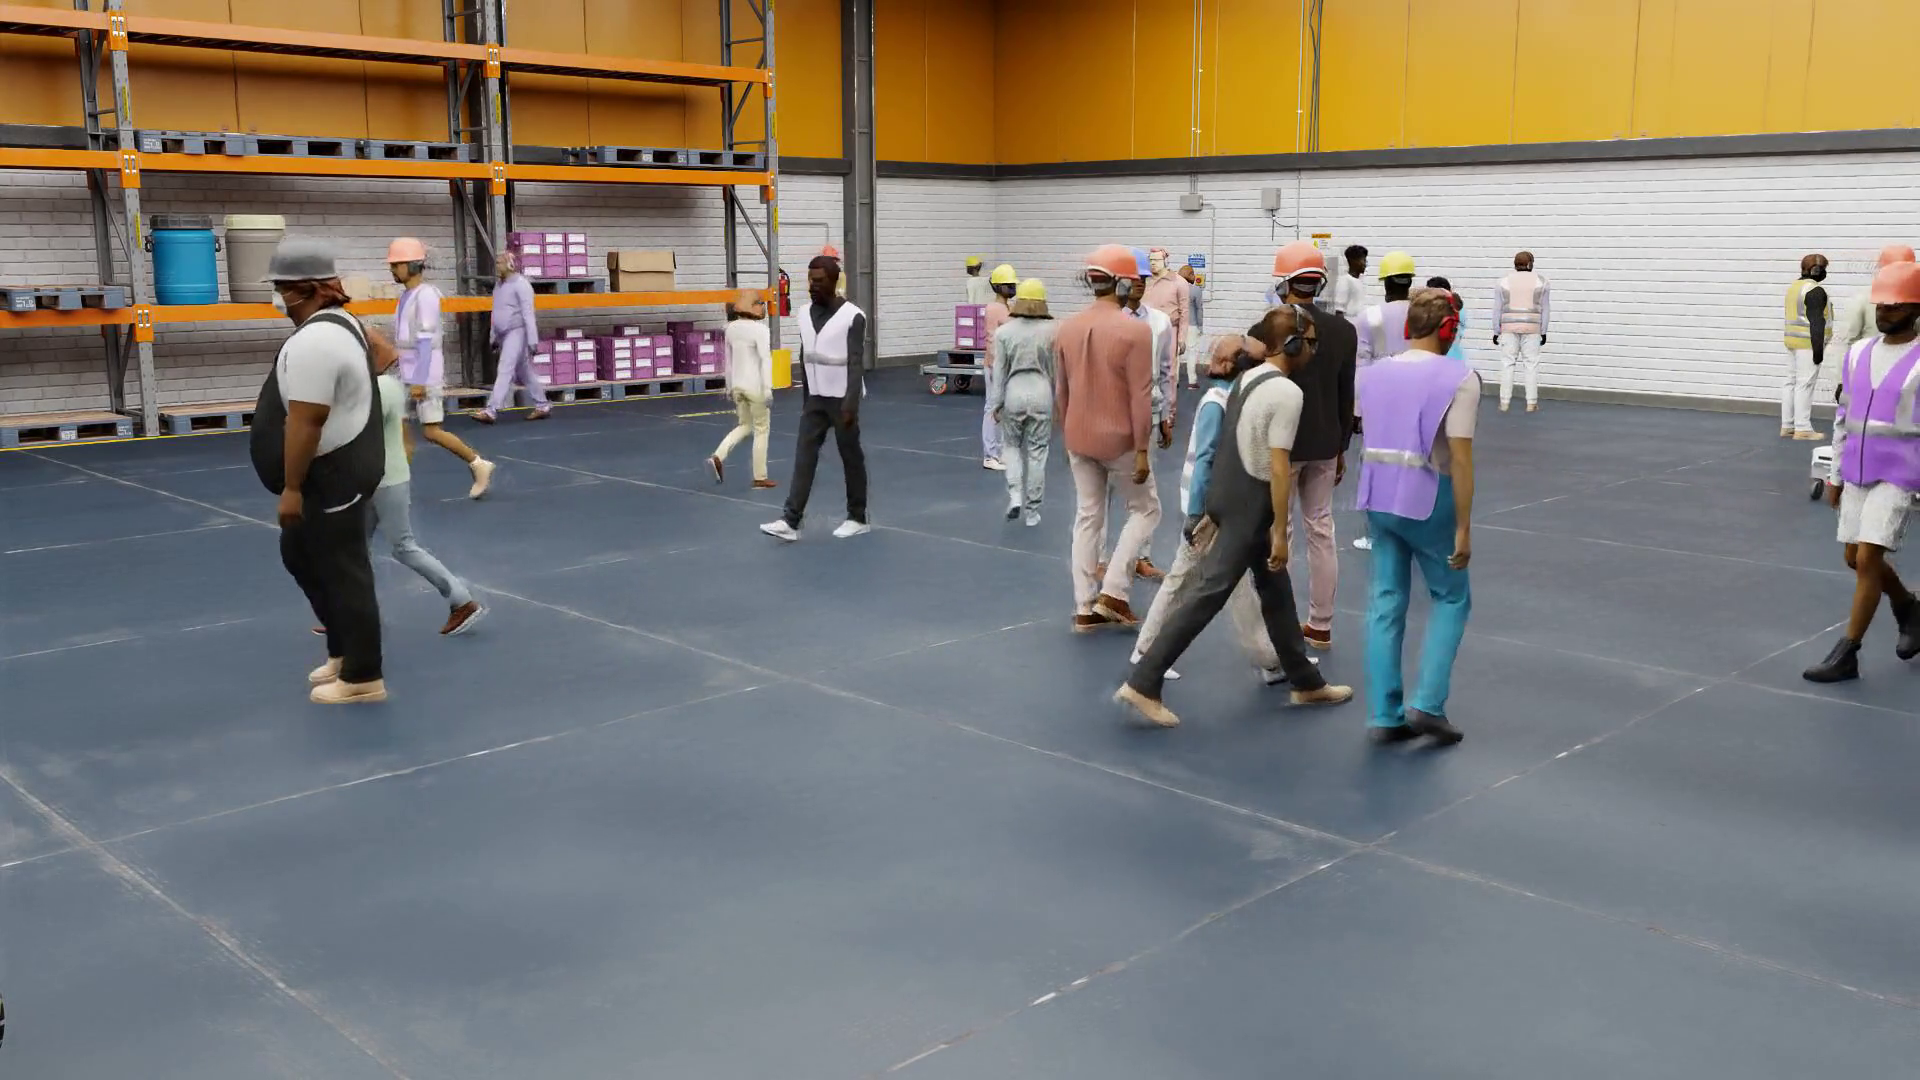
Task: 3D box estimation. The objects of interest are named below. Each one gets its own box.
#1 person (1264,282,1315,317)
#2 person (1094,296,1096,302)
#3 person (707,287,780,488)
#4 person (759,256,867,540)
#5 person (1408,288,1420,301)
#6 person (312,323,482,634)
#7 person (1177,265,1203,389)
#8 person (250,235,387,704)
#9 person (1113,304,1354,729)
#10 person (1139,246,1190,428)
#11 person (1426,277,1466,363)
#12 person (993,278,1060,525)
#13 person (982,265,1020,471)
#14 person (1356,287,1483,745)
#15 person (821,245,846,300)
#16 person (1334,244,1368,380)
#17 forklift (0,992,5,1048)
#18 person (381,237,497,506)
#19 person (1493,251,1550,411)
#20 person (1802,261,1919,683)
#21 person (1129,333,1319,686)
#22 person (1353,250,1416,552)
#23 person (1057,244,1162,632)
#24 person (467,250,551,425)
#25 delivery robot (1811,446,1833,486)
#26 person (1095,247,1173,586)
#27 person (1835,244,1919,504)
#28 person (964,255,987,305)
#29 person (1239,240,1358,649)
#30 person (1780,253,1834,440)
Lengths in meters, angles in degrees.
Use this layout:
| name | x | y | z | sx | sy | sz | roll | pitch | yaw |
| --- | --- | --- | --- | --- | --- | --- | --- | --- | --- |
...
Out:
| name | x | y | z | sx | sy | sz | roll | pitch | yaw |
| --- | --- | --- | --- | --- | --- | --- | --- | --- | --- |
| person | 3.145 | -1.827 | 15.787 | 0.379 | 1.938 | 0.547 | -10 | 14 | -42 |
| person | 1.730 | -2.284 | 18.500 | 0.569 | 1.862 | 0.876 | 6 | 12 | 31 |
| person | -1.721 | -1.192 | 13.222 | 0.503 | 1.619 | 0.523 | 10 | 14 | 43 |
| person | -0.928 | -0.909 | 10.932 | 0.624 | 1.876 | 0.936 | 8 | 13 | 37 |
| person | 3.650 | -1.232 | 13.441 | 0.402 | 1.605 | 0.621 | 0 | 10 | 0 |
| person | -2.854 | -0.294 | 8.369 | 0.786 | 1.597 | 0.490 | -4 | 11 | -19 |
| person | 2.971 | -2.806 | 21.957 | 0.499 | 1.633 | 0.281 | 5 | 12 | 26 |
| person | -2.753 | -0.293 | 7.142 | 0.537 | 2.000 | 0.689 | -2 | 11 | -13 |
| person | 1.146 | -0.100 | 6.911 | 1.118 | 1.761 | 0.540 | -3 | 11 | -14 |
| person | 2.076 | -2.130 | 17.524 | 0.652 | 1.906 | 0.402 | 5 | 12 | 26 |
| person | 4.446 | -1.617 | 15.444 | 0.529 | 1.639 | 0.904 | -4 | 11 | -19 |
| person | 0.488 | -0.963 | 11.644 | 0.502 | 1.727 | 0.379 | 1 | 10 | 6 |
| person | 0.373 | -1.493 | 14.434 | 0.314 | 1.769 | 0.523 | 4 | 11 | 22 |
| person | 1.815 | -0.083 | 6.611 | 0.489 | 1.813 | 0.600 | -9 | 13 | -39 |
| person | -1.694 | -2.954 | 22.093 | 0.564 | 1.874 | 1.011 | 4 | 11 | 22 |
| person | 4.328 | -2.352 | 18.680 | 0.943 | 1.934 | 0.610 | 6 | 12 | 31 |
| forklift | -3.245 | 0.323 | 3.363 | 2.313 | 2.155 | 1.214 | 2 | 11 | 13 |
| person | -3.967 | -1.237 | 12.381 | 0.876 | 2.015 | 0.611 | -9 | 14 | -40 |
| person | 6.468 | -2.401 | 19.195 | 0.622 | 1.840 | 0.430 | 4 | 11 | 21 |
| person | 4.263 | -0.309 | 7.597 | 0.820 | 1.910 | 0.553 | -4 | 11 | -22 |
| person | 1.181 | -0.129 | 7.475 | 0.858 | 1.579 | 0.559 | 3 | 11 | 16 |
| person | 2.773 | -0.875 | 10.625 | 0.587 | 1.926 | 0.366 | -2 | 11 | -9 |
| person | 0.756 | -0.501 | 8.439 | 0.633 | 1.975 | 0.456 | 10 | 14 | 43 |
| person | -4.877 | -2.182 | 17.944 | 1.022 | 1.853 | 0.666 | -9 | 13 | -39 |
| delivery robot | 6.840 | -0.611 | 12.677 | 0.707 | 0.478 | 0.477 | -6 | 12 | -29 |
| person | 0.962 | -0.713 | 9.678 | 0.605 | 1.951 | 0.380 | -4 | 11 | -22 |
| person | 6.857 | -1.177 | 12.203 | 0.625 | 1.939 | 1.035 | -2 | 11 | -11 |
| person | 0.248 | -3.385 | 24.861 | 0.866 | 1.727 | 0.530 | 8 | 13 | 38 |
| person | 1.622 | -0.438 | 8.057 | 0.608 | 1.995 | 0.376 | -4 | 11 | -21 |
| person | 8.437 | -1.920 | 16.559 | 0.429 | 1.844 | 0.627 | 1 | 10 | 3 |
